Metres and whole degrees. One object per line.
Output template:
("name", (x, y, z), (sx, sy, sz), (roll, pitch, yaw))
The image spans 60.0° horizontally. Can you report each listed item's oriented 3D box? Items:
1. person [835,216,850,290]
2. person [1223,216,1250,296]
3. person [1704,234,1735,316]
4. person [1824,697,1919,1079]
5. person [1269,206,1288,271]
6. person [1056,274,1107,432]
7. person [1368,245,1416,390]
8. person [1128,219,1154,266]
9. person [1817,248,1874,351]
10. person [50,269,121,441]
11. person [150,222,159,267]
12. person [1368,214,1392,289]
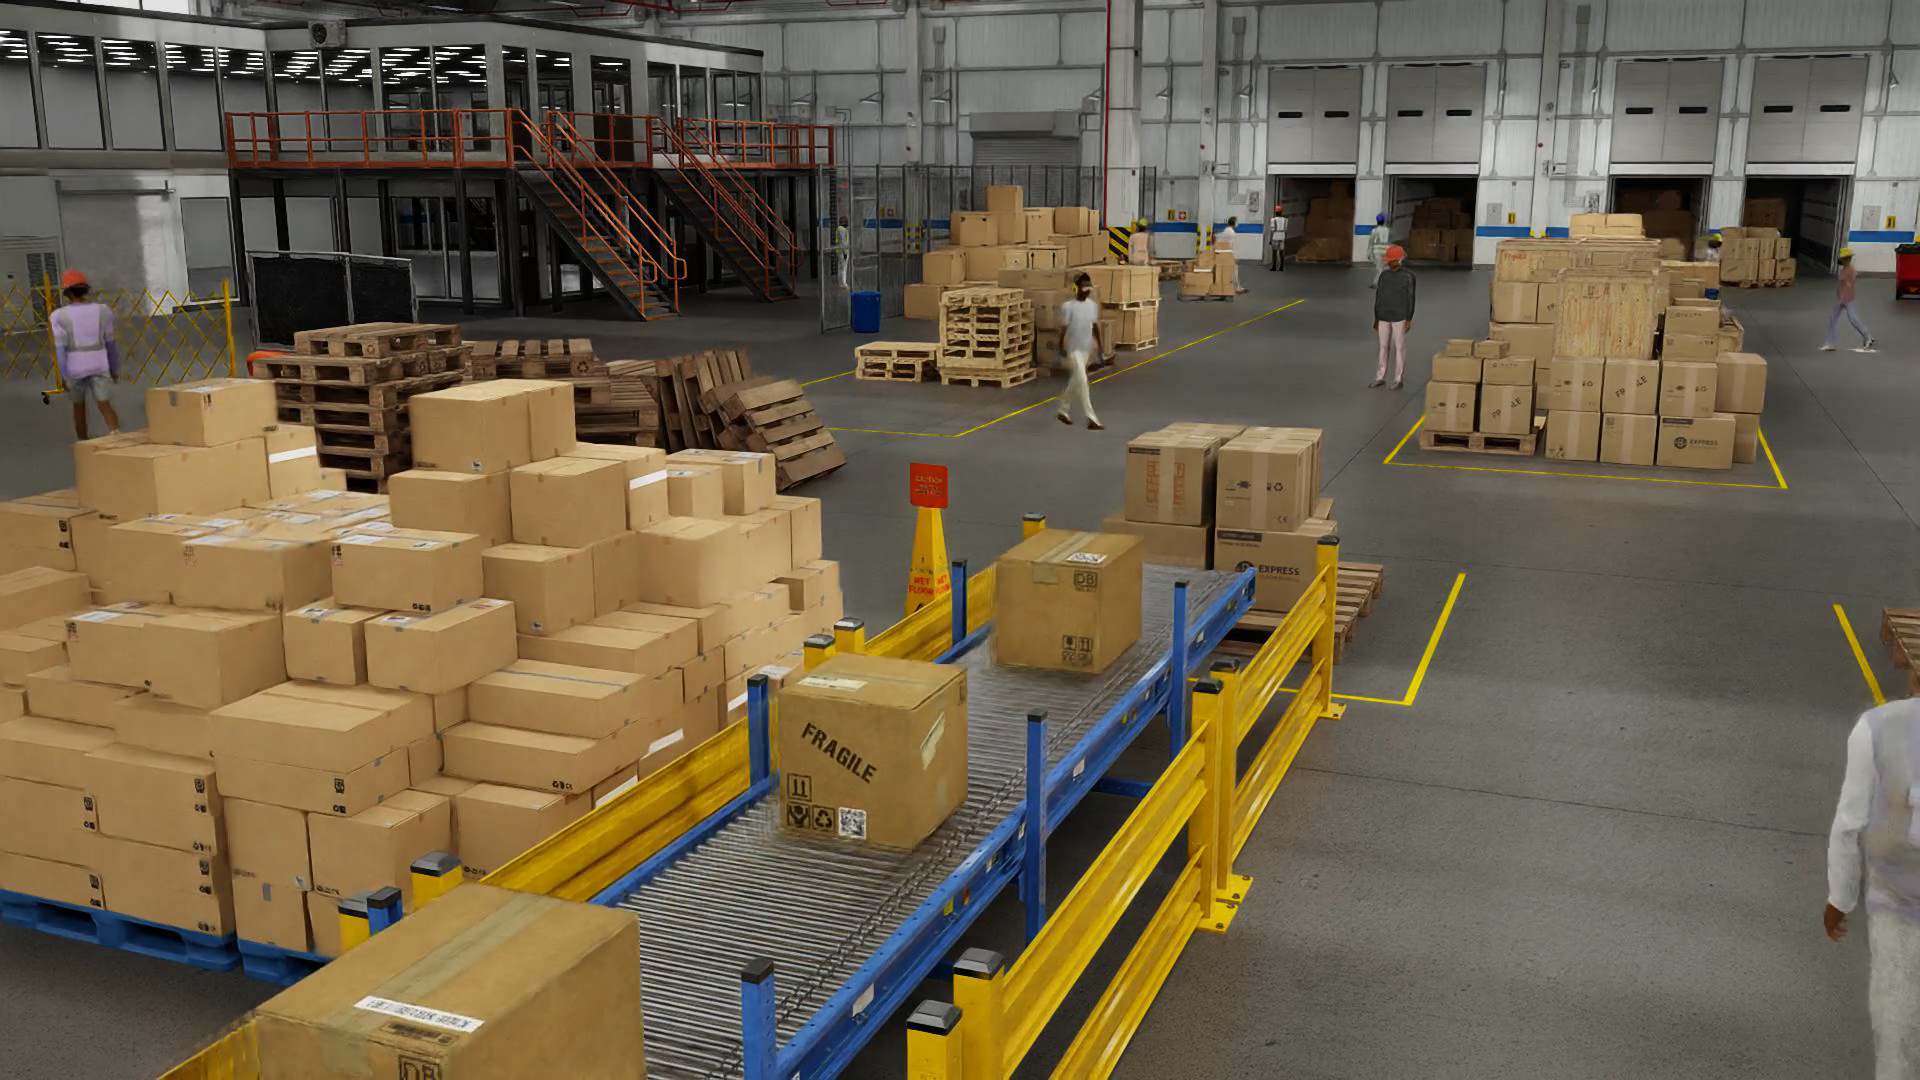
("person", (-2.939, -7.261, 42.105), (0.429, 1.844, 0.627), (-3, 13, -13))
("person", (6.578, -6.777, 39.791), (0.933, 1.898, 0.661), (0, 13, 0))
("person", (15.554, -5.454, 34.305), (0.509, 1.690, 0.894), (-9, 15, -34))
("person", (2.879, 1.078, 4.829), (0.619, 1.780, 0.917), (4, 13, 19))
("person", (9.510, -9.014, 49.753), (0.546, 1.938, 0.360), (-4, 13, -15))
("person", (1.424, -2.211, 19.512), (0.537, 1.820, 0.976), (-9, 16, -36))
("person", (5.967, -3.063, 22.951), (0.393, 1.985, 0.611), (-11, 17, -40))
("person", (4.217, -6.513, 38.663), (0.605, 1.891, 0.778), (-1, 13, -6))
("person", (14.892, -4.020, 27.823), (0.828, 1.728, 0.526), (0, 13, -1))
("person", (-8.969, -1.776, 17.123), (0.613, 2.021, 0.919), (-11, 17, -42))
("person", (-22.979, -8.462, 47.323), (0.407, 1.908, 0.641), (-6, 14, -24))
("person", (10.626, -7.262, 41.965), (0.617, 1.916, 0.920), (-5, 13, -21))
